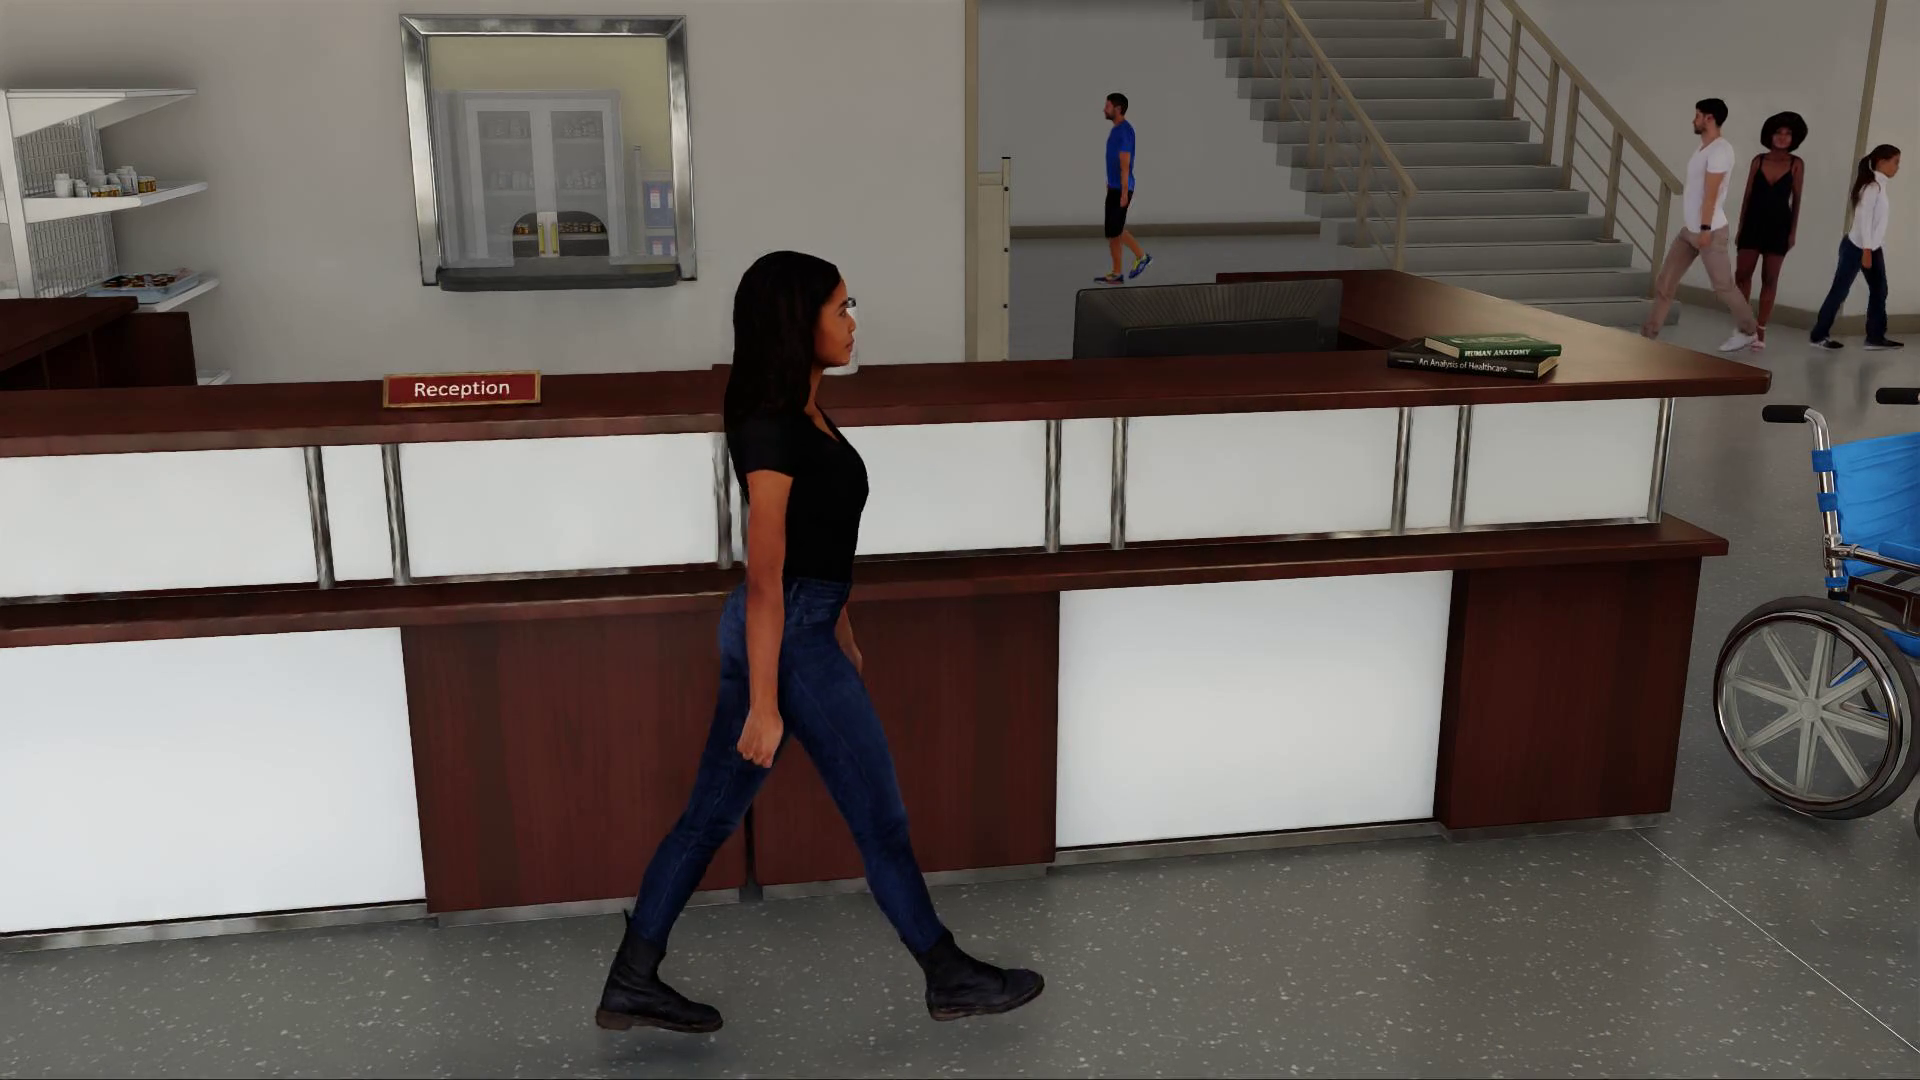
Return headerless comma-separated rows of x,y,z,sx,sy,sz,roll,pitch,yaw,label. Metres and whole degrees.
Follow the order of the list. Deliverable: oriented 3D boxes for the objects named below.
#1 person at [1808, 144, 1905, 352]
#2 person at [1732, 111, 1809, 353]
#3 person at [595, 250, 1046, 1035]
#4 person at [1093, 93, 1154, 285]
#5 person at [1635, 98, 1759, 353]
6.725,-2.186,12.554,1.010,1.526,0.933,14,21,41,person
6.064,-2.300,12.504,0.724,1.773,0.784,8,18,26,person
-0.448,0.305,3.438,0.680,1.678,1.135,-2,16,-7,person
1.662,-3.439,16.393,0.690,1.854,0.733,-3,16,-11,person
5.564,-2.248,12.208,1.009,1.834,1.293,1,16,5,person
